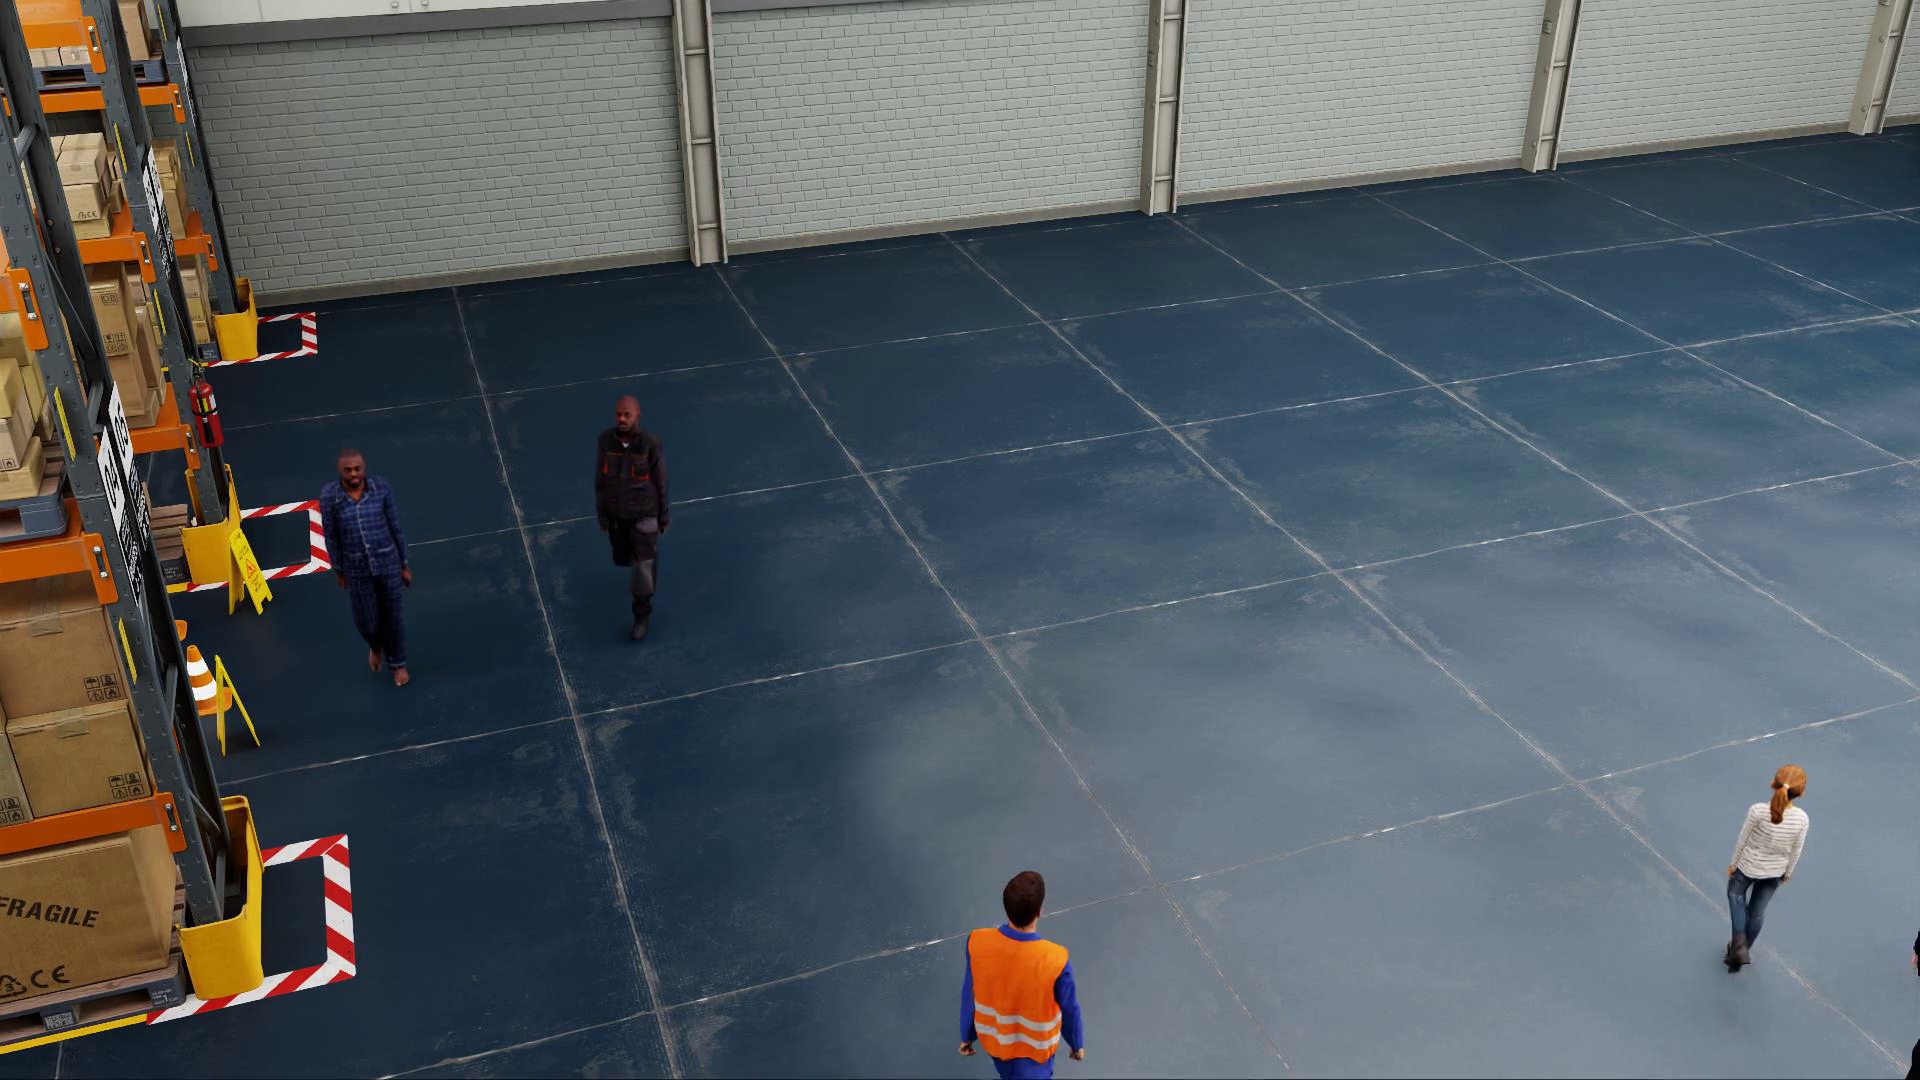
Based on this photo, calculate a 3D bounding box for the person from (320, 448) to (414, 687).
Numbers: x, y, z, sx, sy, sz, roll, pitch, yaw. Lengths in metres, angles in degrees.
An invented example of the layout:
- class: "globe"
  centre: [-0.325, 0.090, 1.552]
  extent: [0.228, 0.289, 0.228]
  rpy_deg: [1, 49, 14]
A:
- class: "person"
  centre: [-4.081, 0.154, 11.549]
  extent: [0.622, 1.807, 0.740]
  rpy_deg: [-11, 30, -20]

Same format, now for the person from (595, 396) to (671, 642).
- class: "person"
  centre: [-2.398, -0.250, 12.313]
  extent: [1.175, 1.801, 1.105]
  rpy_deg: [4, 28, 7]

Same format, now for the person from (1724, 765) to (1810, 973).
- class: "person"
  centre: [4.322, 1.820, 8.952]
  extent: [0.620, 1.307, 0.677]
  rpy_deg: [7, 29, 13]

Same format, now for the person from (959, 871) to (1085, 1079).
- class: "person"
  centre: [0.235, 2.332, 7.442]
  extent: [1.229, 1.822, 1.276]
  rpy_deg: [12, 30, 21]
